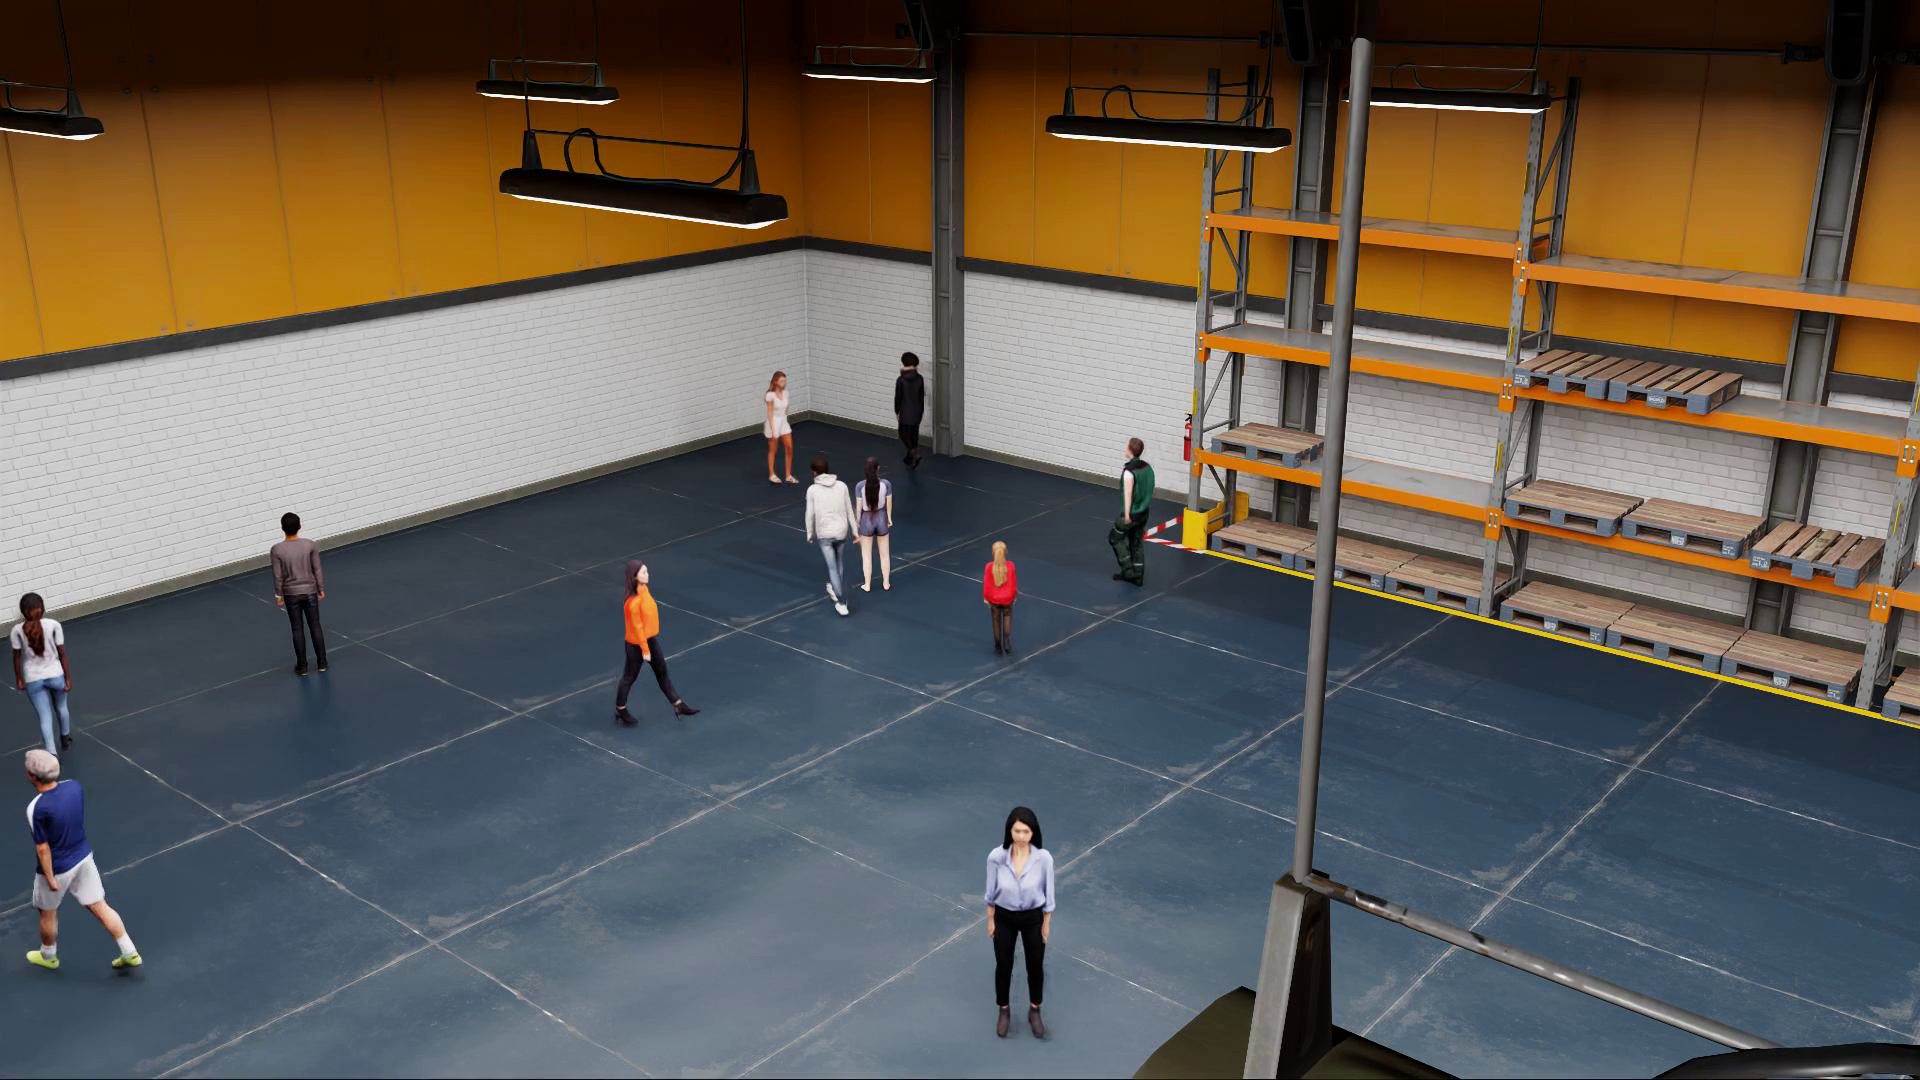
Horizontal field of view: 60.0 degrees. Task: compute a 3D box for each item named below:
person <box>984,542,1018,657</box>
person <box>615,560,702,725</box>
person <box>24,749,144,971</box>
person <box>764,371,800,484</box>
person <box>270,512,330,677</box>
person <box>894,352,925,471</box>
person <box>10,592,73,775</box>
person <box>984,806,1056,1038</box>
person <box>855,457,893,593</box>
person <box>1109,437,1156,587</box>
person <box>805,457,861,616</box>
[{"bbox_3d":[0.448,0.650,17.984,0.603,1.276,0.662,-2,19,-5],"label":"person"},{"bbox_3d":[-3.196,1.033,16.174,1.176,1.704,1.010,2,19,6],"label":"person"},{"bbox_3d":[-6.409,2.365,12.071,1.258,1.799,0.900,7,20,20],"label":"person"},{"bbox_3d":[-2.715,-1.638,24.164,0.632,1.666,0.781,-15,24,-38],"label":"person"},{"bbox_3d":[-6.938,0.559,17.481,0.703,1.768,0.653,16,24,39],"label":"person"},{"bbox_3d":[-0.714,-1.899,24.786,0.882,1.764,1.083,-9,20,-24],"label":"person"},{"bbox_3d":[-8.410,1.346,15.288,0.869,1.676,1.219,-11,21,-29],"label":"person"},{"bbox_3d":[0.421,2.614,11.418,0.680,1.743,0.782,2,19,6],"label":"person"},{"bbox_3d":[-1.026,-0.190,19.892,0.670,1.650,0.698,-4,19,-13],"label":"person"},{"bbox_3d":[2.141,-0.315,19.982,0.655,1.830,0.668,16,24,39],"label":"person"},{"bbox_3d":[-1.449,-0.008,19.119,1.021,1.799,1.183,-7,20,-21],"label":"person"}]
